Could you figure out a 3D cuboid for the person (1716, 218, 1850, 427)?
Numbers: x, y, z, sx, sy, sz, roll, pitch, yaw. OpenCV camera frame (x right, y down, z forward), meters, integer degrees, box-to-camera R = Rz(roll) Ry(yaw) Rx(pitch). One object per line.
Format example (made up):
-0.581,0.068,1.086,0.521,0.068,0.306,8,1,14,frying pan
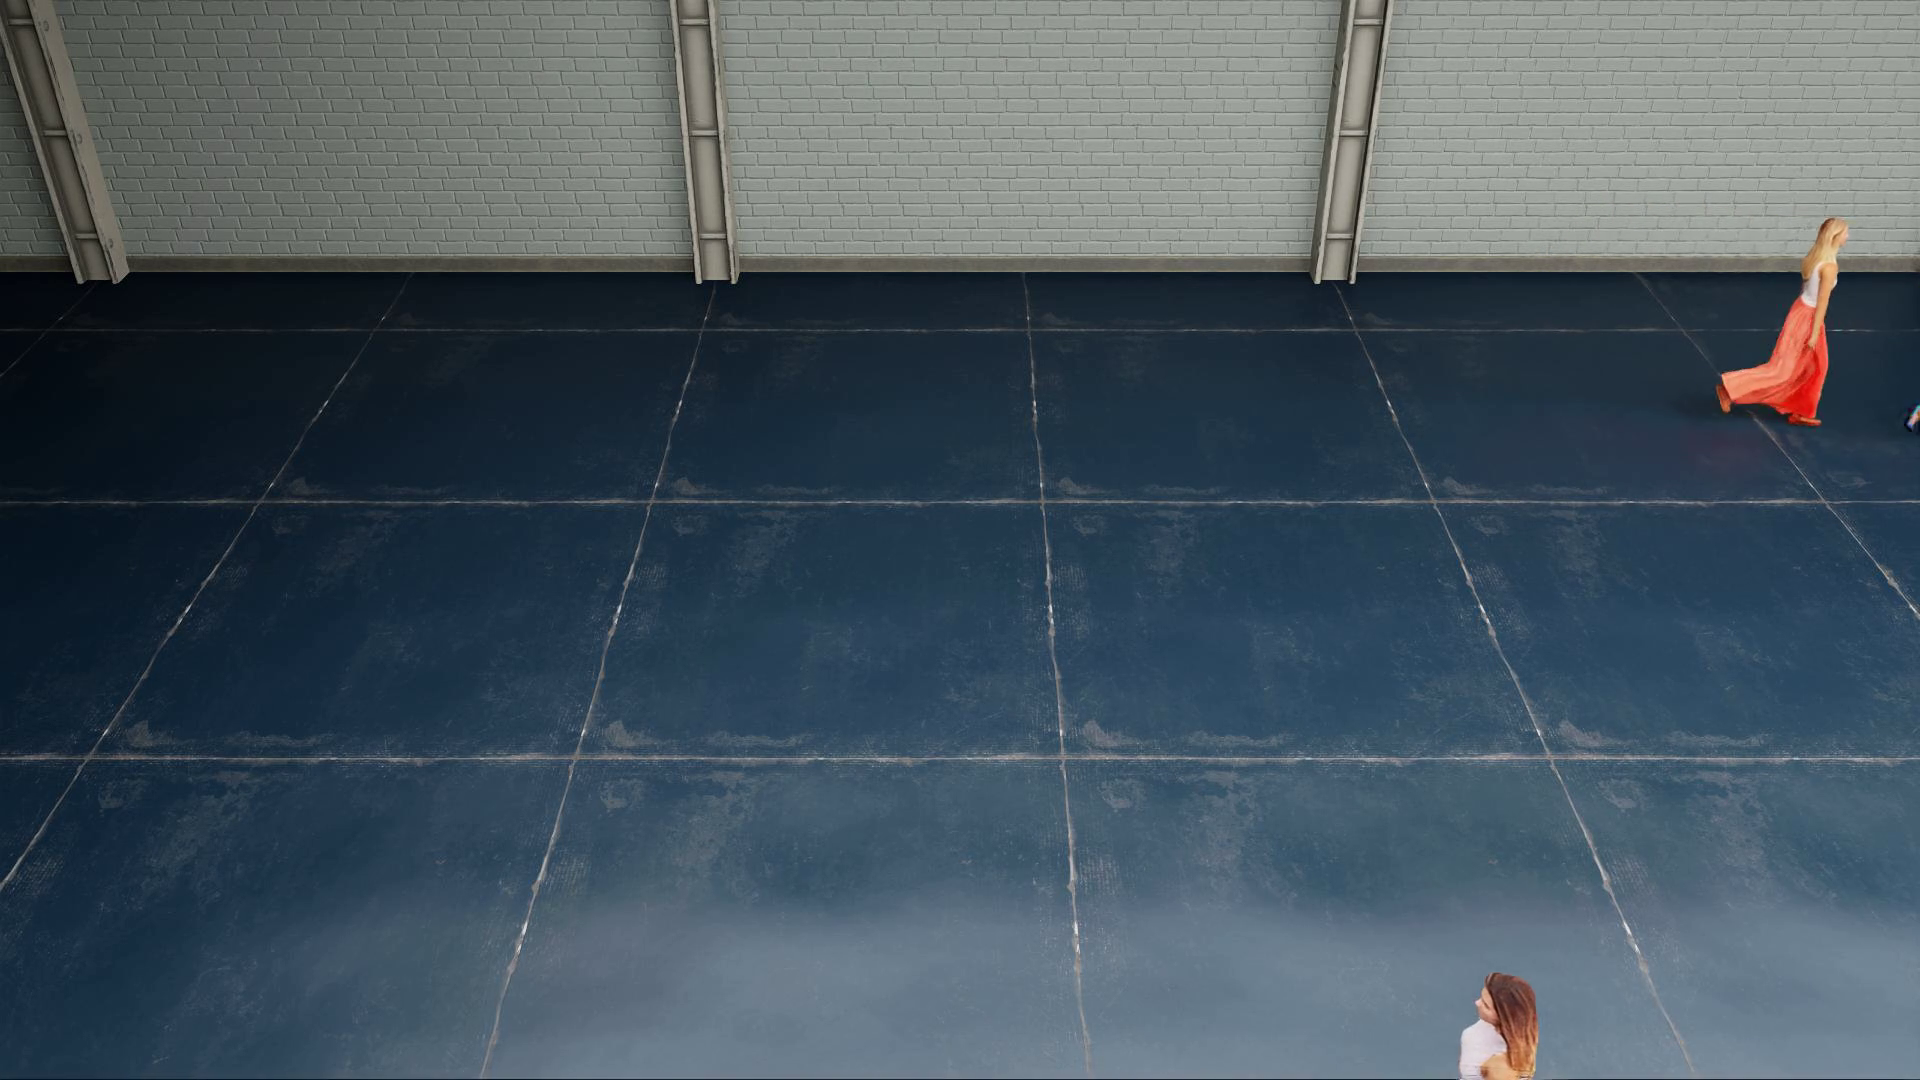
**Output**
6.637,-1.715,13.293,1.167,1.780,0.806,7,34,11,person

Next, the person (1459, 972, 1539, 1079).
2.243,2.447,6.920,0.979,1.750,0.758,11,35,16,person
